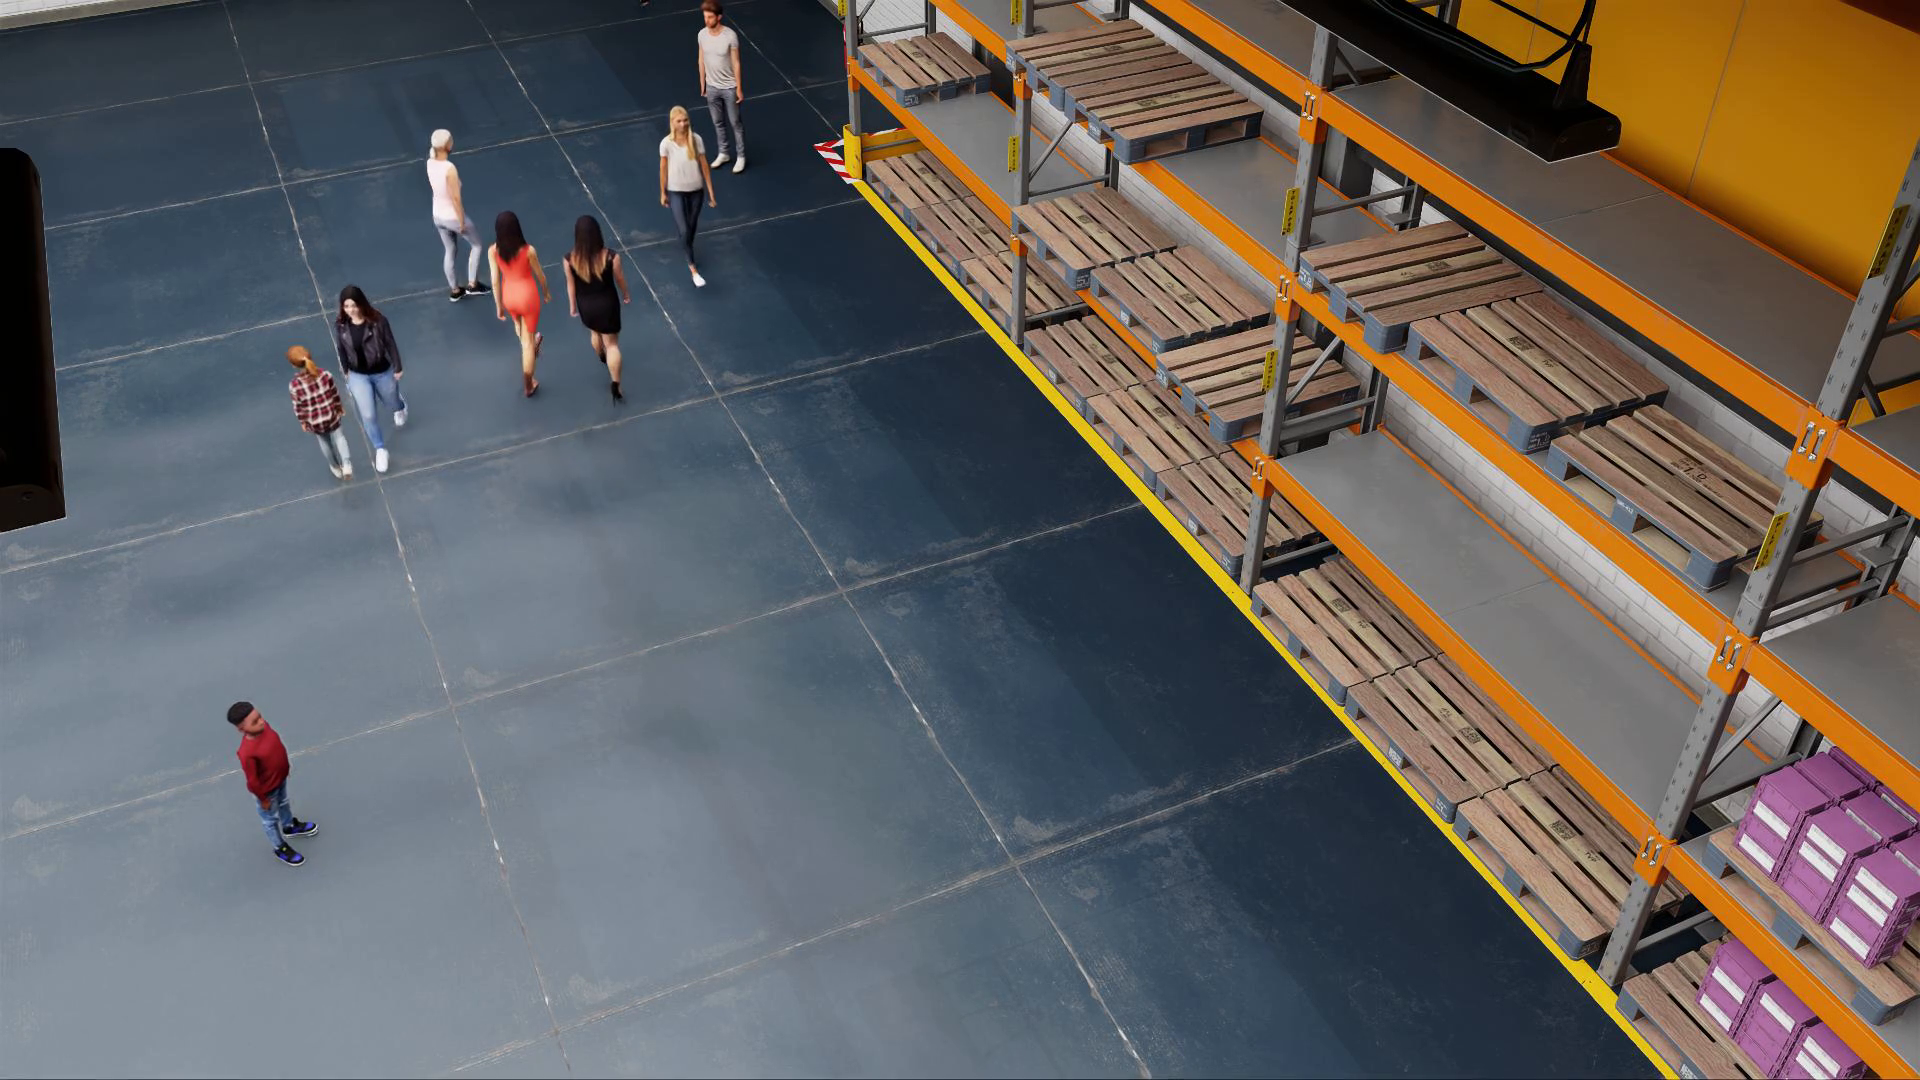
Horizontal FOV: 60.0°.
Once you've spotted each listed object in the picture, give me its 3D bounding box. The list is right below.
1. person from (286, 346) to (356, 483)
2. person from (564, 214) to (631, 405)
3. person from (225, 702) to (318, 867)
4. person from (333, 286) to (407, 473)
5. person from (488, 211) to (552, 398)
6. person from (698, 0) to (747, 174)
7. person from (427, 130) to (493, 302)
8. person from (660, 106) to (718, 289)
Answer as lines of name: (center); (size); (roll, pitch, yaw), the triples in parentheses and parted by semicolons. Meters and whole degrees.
person: (-5.190, -0.988, 13.565); (0.571, 1.288, 0.748); (-18, 42, -22)
person: (-3.134, -1.977, 14.496); (0.884, 1.673, 1.101); (-4, 39, -5)
person: (-4.369, 1.503, 10.473); (0.638, 1.255, 0.541); (3, 39, 4)
person: (-4.880, -1.418, 13.843); (0.808, 1.614, 1.055); (-6, 39, -7)
person: (-3.846, -2.019, 14.544); (0.918, 1.678, 1.148); (2, 39, 2)
person: (-2.565, -4.935, 18.027); (0.746, 1.889, 0.801); (12, 40, 15)
person: (-4.900, -3.030, 15.785); (0.677, 1.709, 0.742); (22, 44, 25)
person: (-2.701, -3.406, 16.204); (0.634, 1.773, 1.079); (-15, 41, -18)
